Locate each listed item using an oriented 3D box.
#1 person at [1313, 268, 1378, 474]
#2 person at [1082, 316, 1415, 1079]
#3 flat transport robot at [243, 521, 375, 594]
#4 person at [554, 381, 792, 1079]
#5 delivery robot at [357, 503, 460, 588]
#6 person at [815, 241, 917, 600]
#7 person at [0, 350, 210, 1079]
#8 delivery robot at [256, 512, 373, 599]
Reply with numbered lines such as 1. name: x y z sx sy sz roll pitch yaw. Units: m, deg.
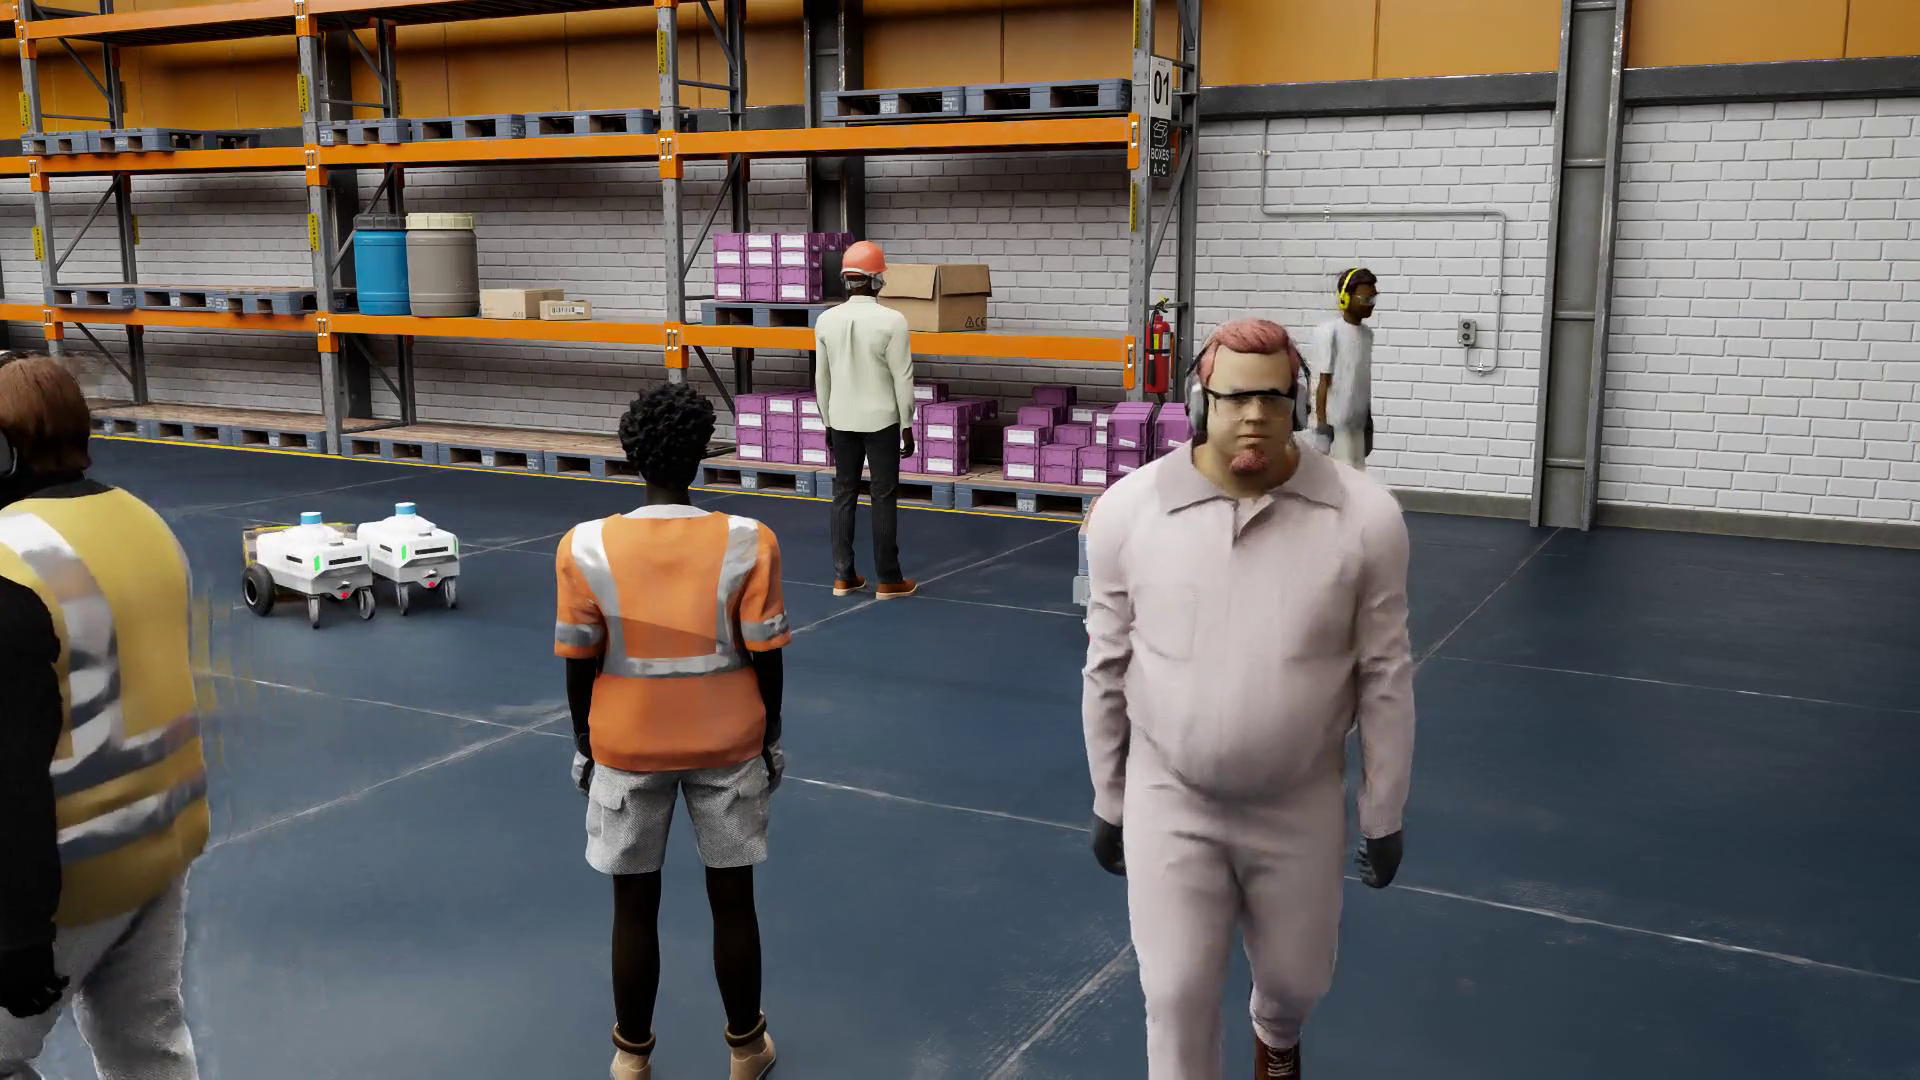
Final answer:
1. person: 2.194 -0.637 9.605 0.482 1.850 0.621 10 14 43
2. person: 0.574 0.481 3.385 0.652 1.882 0.815 2 10 9
3. flat transport robot: -3.910 0.088 9.935 0.652 0.197 1.431 -5 11 -24
4. person: -0.656 0.483 3.868 0.535 1.697 0.318 -1 10 -8
5. delivery robot: -3.051 0.038 9.184 0.477 0.478 0.707 -8 13 -39
6. person: -0.519 -0.661 9.314 0.612 1.997 0.375 5 12 26
7. person: -1.588 0.582 2.972 0.459 1.823 0.660 0 10 0
8. delivery robot: -3.450 0.093 8.879 0.707 0.478 0.477 9 14 42
